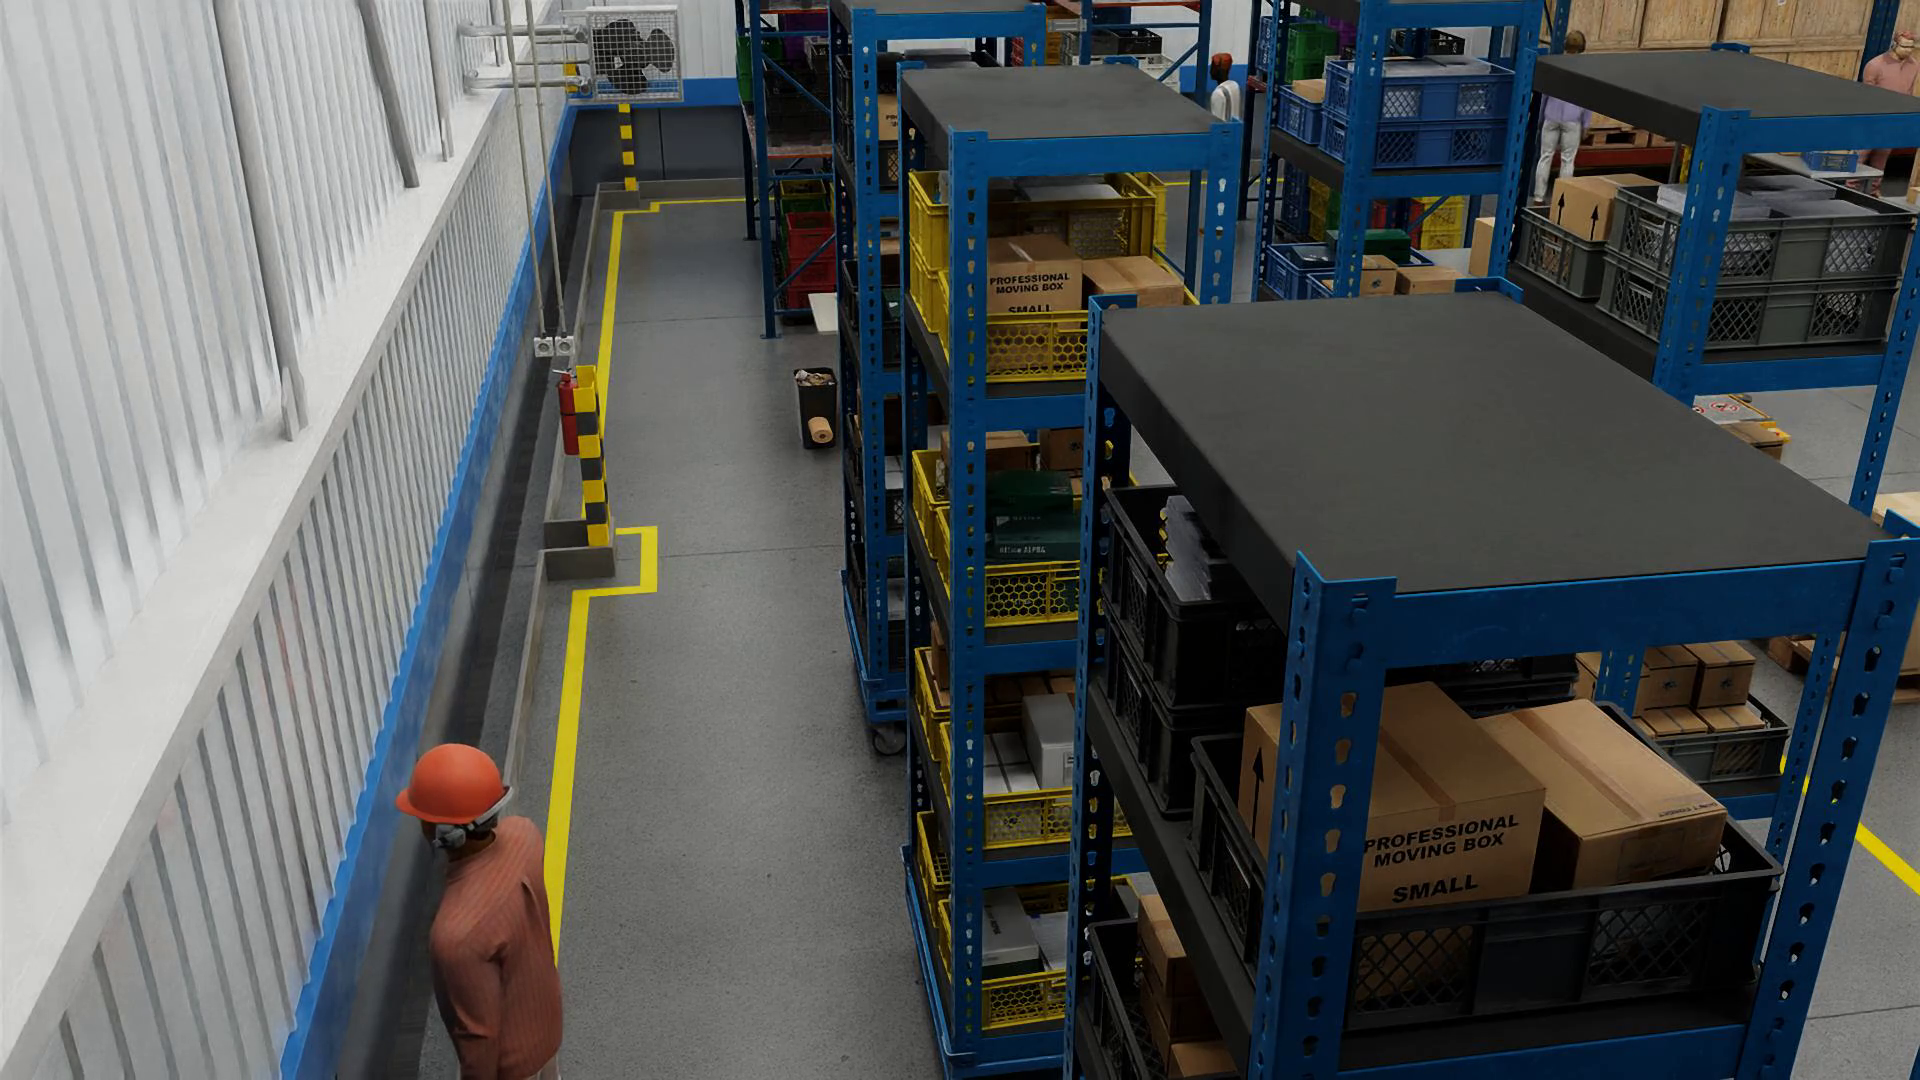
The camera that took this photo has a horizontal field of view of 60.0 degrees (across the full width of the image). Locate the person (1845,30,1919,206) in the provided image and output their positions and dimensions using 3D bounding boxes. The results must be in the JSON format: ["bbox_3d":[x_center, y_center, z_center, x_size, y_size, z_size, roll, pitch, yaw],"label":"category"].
[{"bbox_3d":[10.303,-4.696,18.539,0.639,1.903,0.406,-4,25,-8],"label":"person"}]

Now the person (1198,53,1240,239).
[{"bbox_3d":[2.704,-4.091,17.260,0.351,1.878,0.568,14,28,27],"label":"person"}]

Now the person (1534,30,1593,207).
[{"bbox_3d":[6.616,-4.595,18.274,0.629,1.940,0.377,16,29,31],"label":"person"}]

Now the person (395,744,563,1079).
[{"bbox_3d":[-1.384,1.482,4.995,0.387,1.996,0.611,2,25,4],"label":"person"}]
